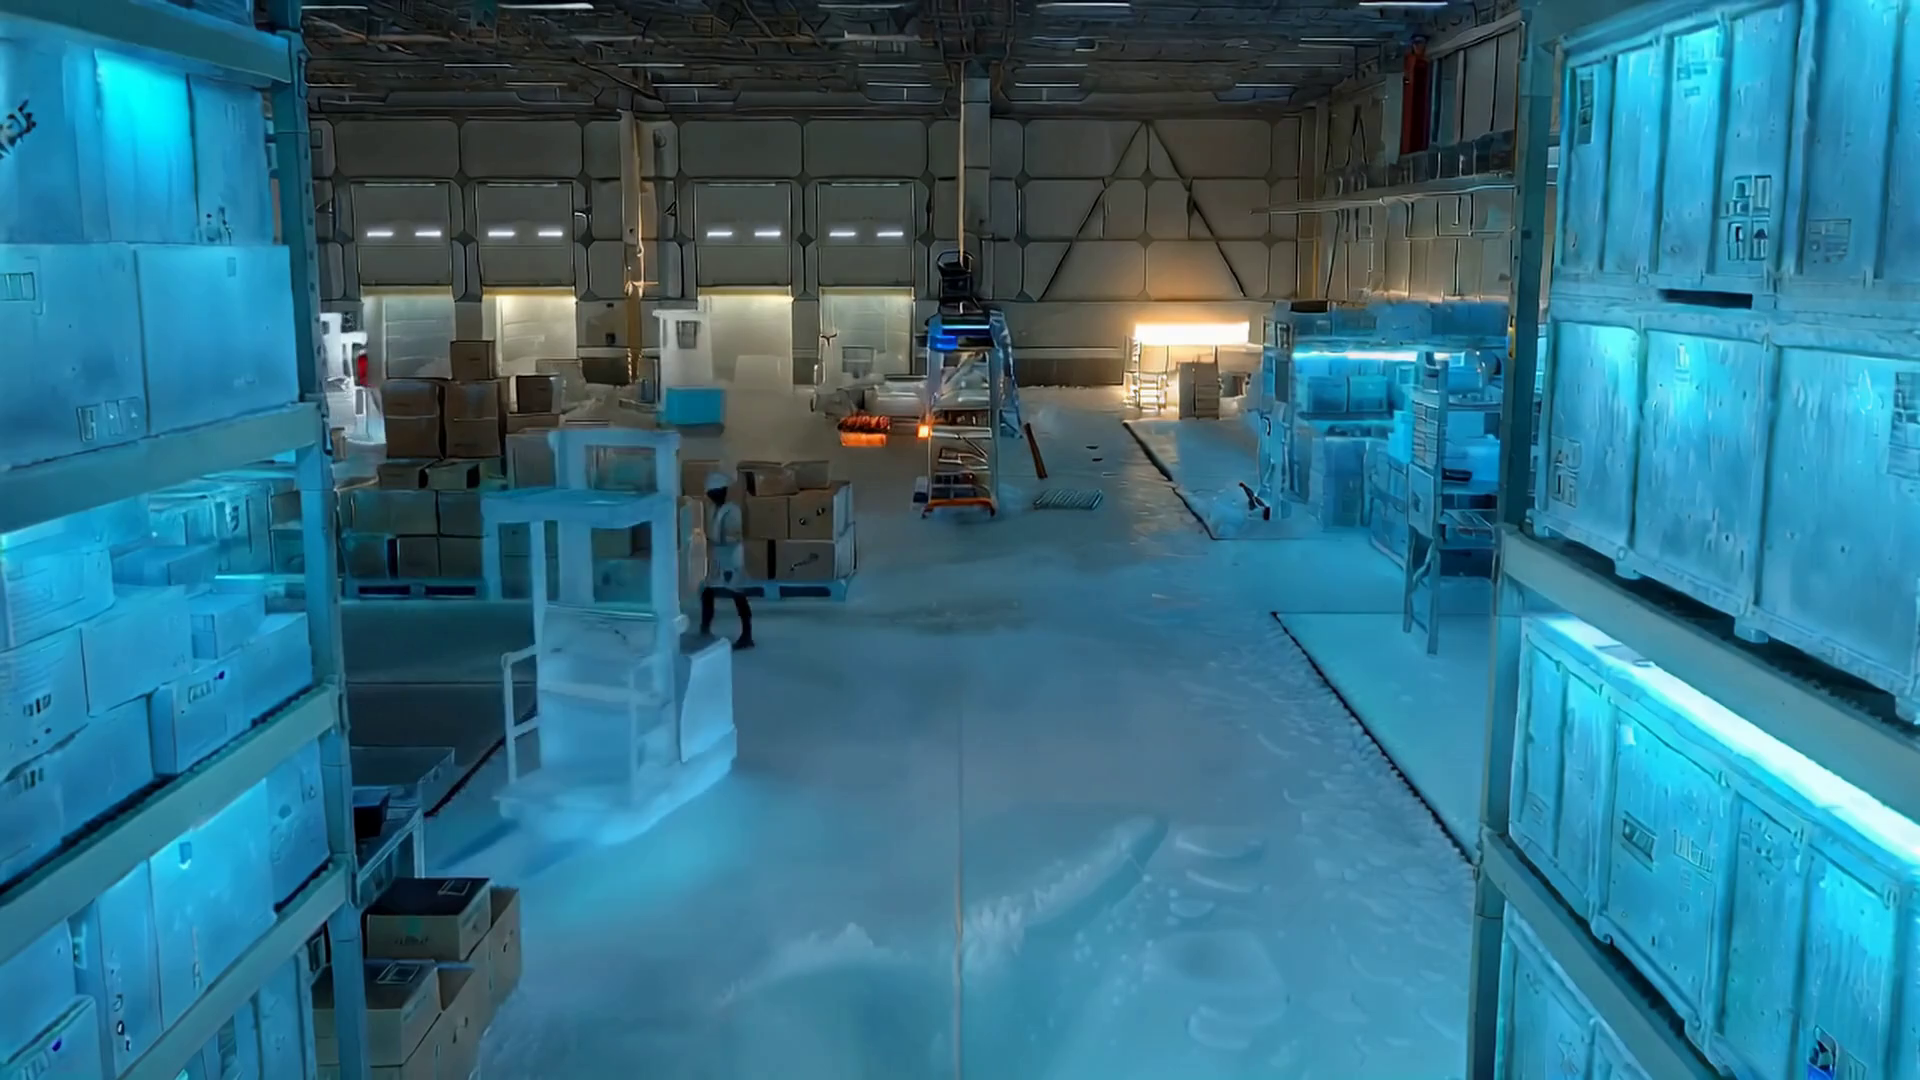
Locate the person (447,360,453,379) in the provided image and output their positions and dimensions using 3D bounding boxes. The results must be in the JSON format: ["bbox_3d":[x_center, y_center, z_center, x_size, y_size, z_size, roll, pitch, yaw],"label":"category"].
[{"bbox_3d":[-11.548,-3.428,38.213,0.372,1.934,0.627,0,10,3],"label":"person"}]

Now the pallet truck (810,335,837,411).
[{"bbox_3d":[-3.021,-4.312,43.126,1.885,1.965,0.823,3,10,17],"label":"pallet truck"}]

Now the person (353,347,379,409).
[{"bbox_3d":[-15.826,-4.290,43.990,0.881,1.654,0.534,3,10,14],"label":"person"}]

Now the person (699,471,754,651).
[{"bbox_3d":[-2.515,0.243,17.123,0.901,1.893,0.562,-7,12,-37],"label":"person"}]

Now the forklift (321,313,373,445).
[{"bbox_3d":[-13.638,-3.434,35.516,1.873,2.768,1.129,8,13,39],"label":"forklift"}]

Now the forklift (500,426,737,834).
[{"bbox_3d":[-2.544,0.545,12.557,1.129,2.768,1.873,3,10,16],"label":"forklift"}]

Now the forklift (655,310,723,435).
[{"bbox_3d":[-6.183,-3.833,37.814,1.129,2.768,1.873,-5,11,-25],"label":"forklift"}]
